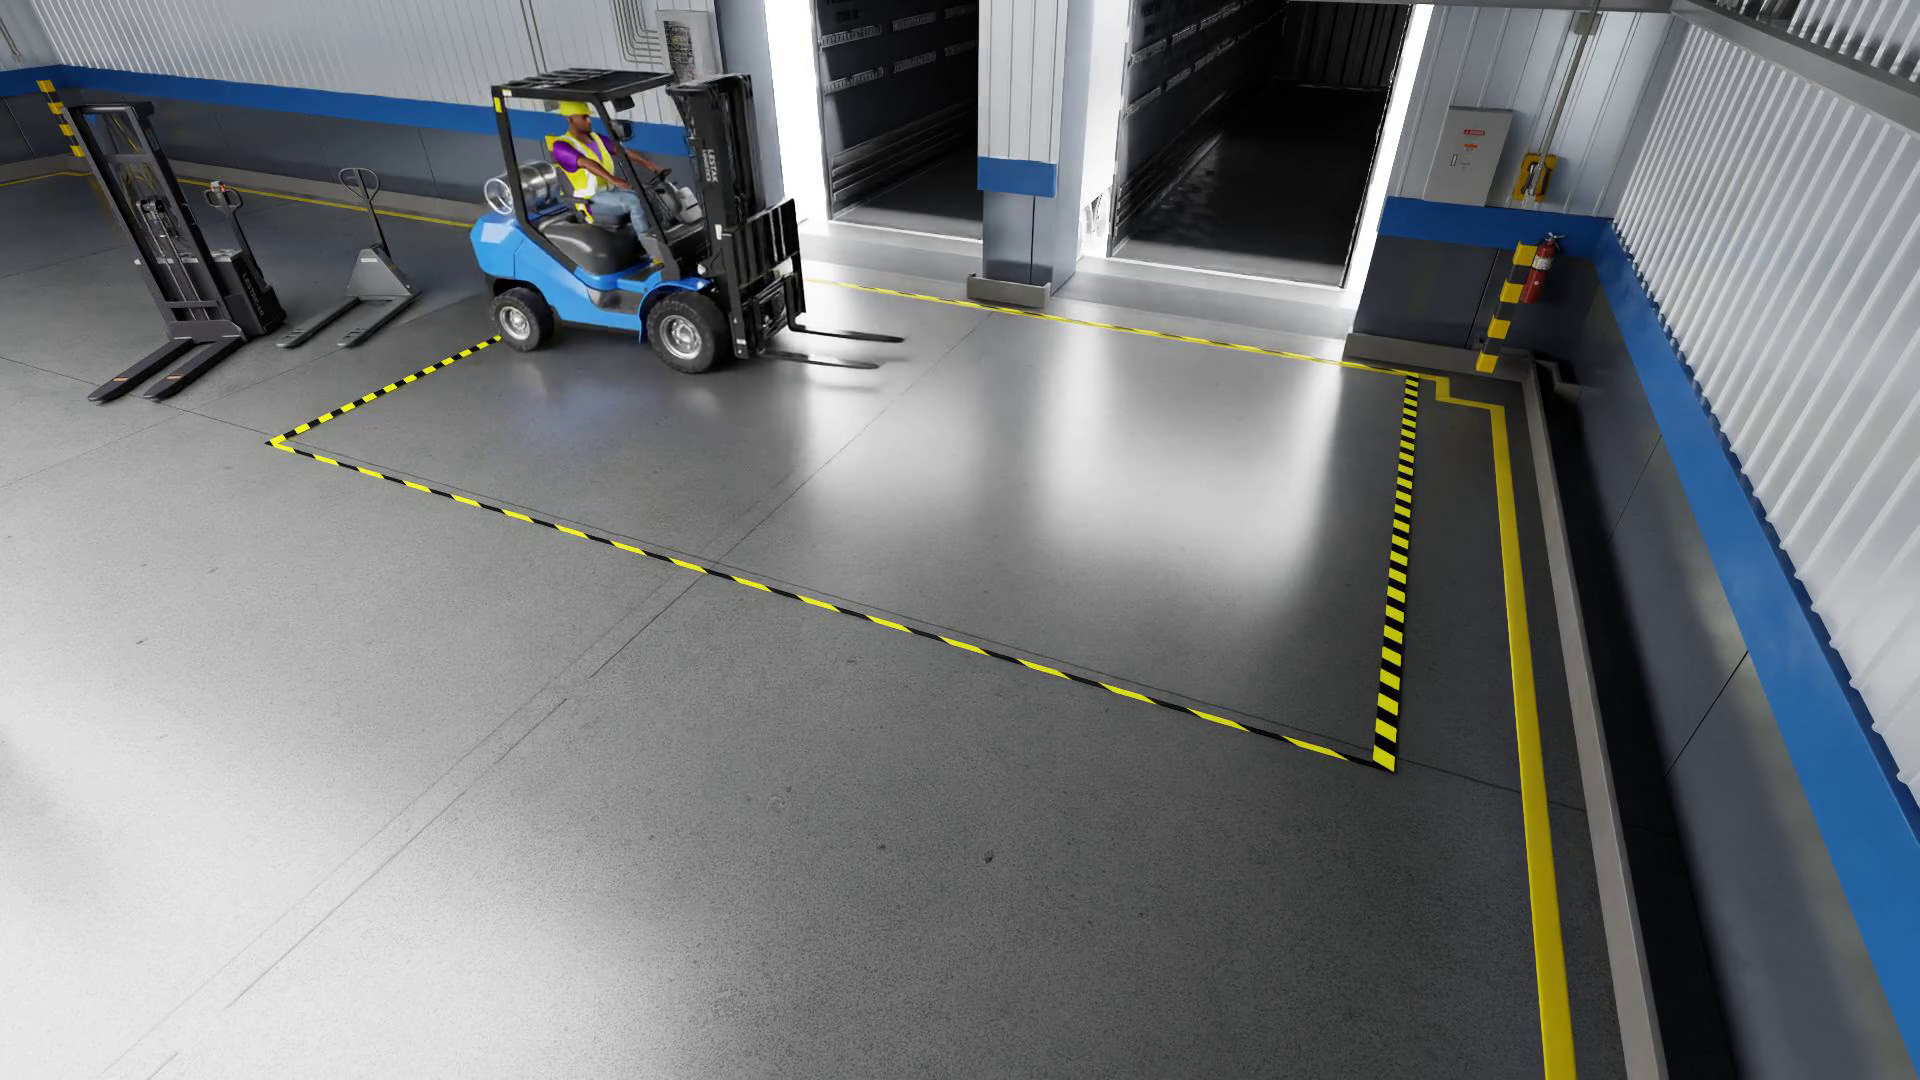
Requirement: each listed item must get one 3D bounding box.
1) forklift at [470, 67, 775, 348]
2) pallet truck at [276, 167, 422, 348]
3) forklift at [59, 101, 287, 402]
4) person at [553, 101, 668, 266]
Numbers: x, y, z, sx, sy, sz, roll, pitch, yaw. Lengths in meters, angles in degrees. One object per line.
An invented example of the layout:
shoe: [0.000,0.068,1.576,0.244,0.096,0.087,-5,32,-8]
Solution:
forklift: [-2.857,-2.836,7.766,2.680,2.036,1.157,11,36,15]
pallet truck: [-5.732,-2.611,8.414,0.680,1.201,1.601,-1,35,-1]
forklift: [-6.686,-2.387,7.434,0.823,1.965,1.885,-3,35,-5]
person: [-2.803,-2.975,7.638,1.004,1.293,0.635,11,36,15]
